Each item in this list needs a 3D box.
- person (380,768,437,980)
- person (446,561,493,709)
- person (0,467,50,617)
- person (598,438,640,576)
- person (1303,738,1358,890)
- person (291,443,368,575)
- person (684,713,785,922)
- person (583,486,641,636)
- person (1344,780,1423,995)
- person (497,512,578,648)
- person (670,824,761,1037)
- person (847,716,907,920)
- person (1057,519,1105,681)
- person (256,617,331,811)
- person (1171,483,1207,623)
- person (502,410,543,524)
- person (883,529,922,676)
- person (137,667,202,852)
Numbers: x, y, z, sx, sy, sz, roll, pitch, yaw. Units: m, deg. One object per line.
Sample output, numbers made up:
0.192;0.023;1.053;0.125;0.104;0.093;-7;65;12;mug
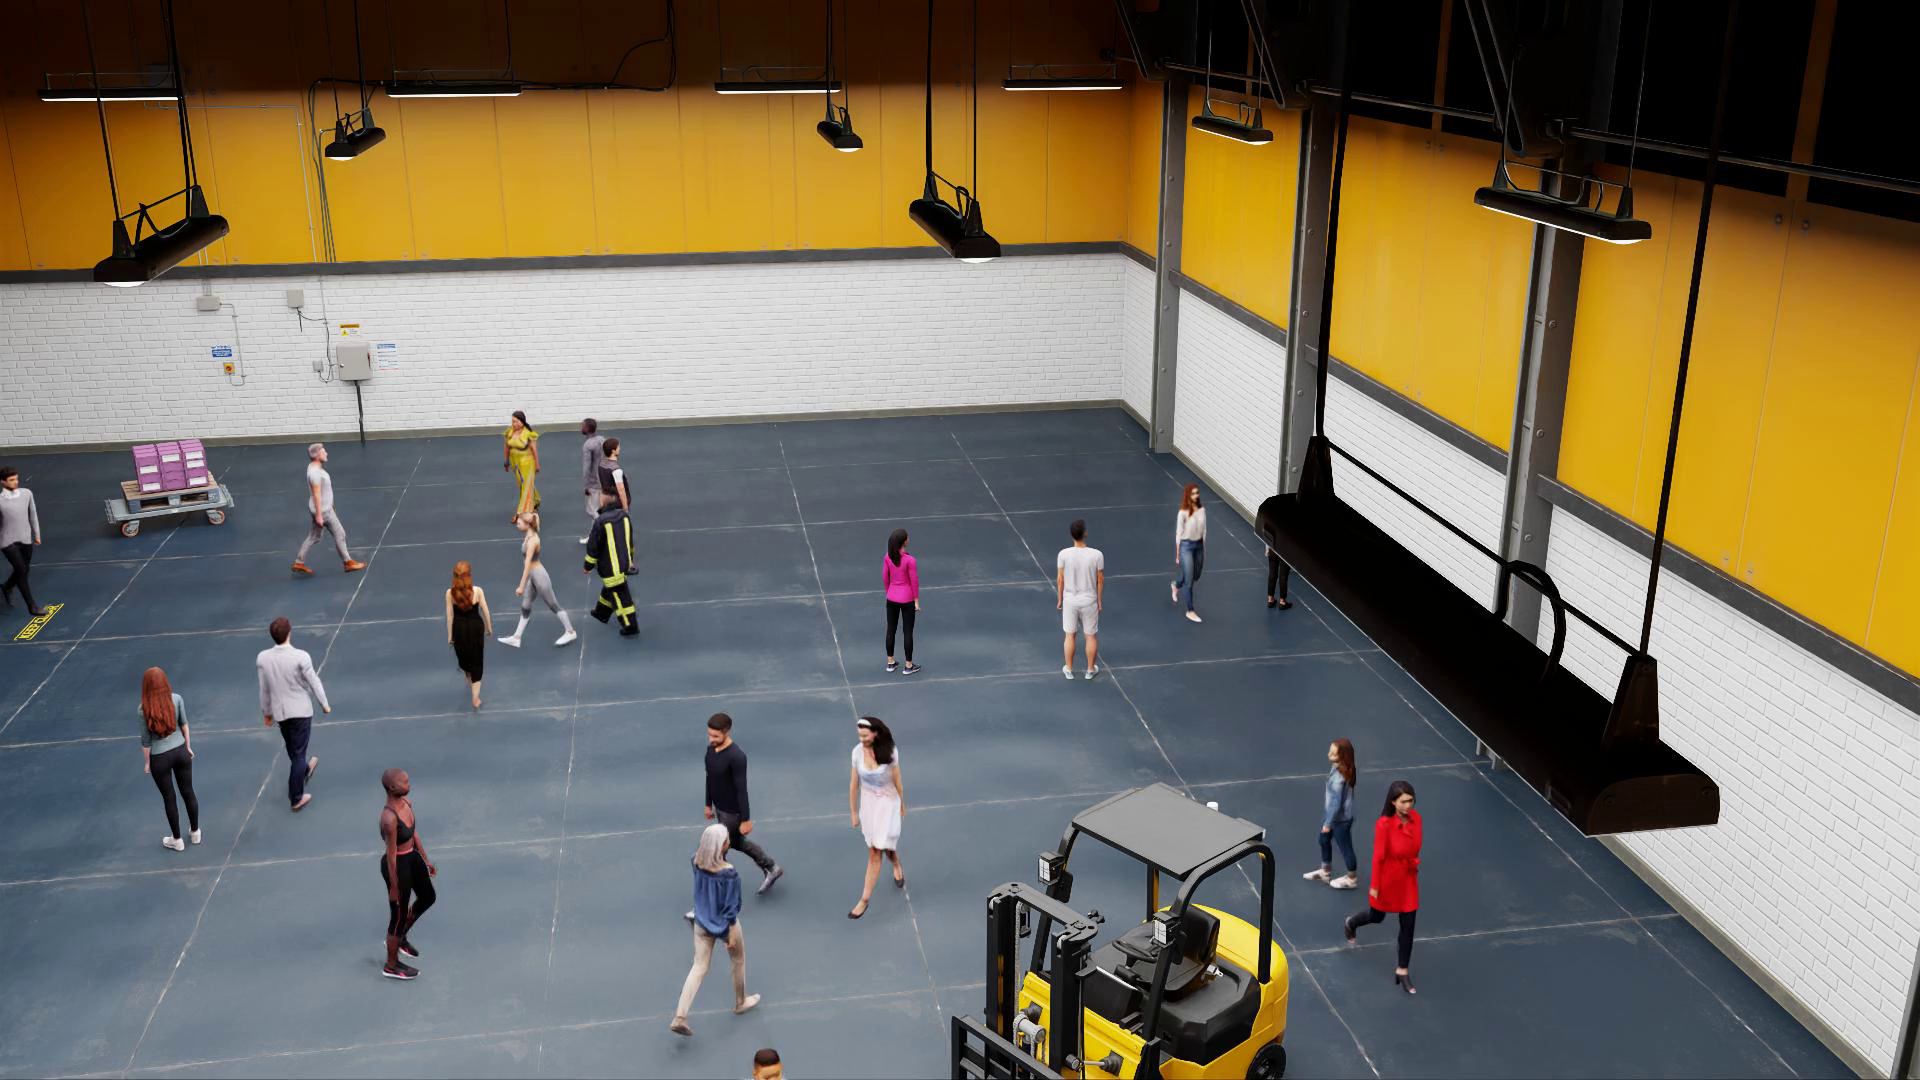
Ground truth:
-4.479;2.600;13.126;0.733;1.741;0.651;2;19;6;person
-5.313;1.054;17.974;0.628;1.578;1.065;-4;19;-12;person
-11.770;0.004;20.594;1.248;1.897;1.286;8;20;23;person
-4.565;-0.445;22.002;0.802;1.848;0.689;-15;24;-38;person
3.310;2.356;14.304;0.751;1.453;0.709;6;19;16;person
-8.499;-0.368;21.865;0.978;1.789;1.198;-9;20;-24;person
-1.863;2.261;14.011;1.087;1.819;1.248;-13;22;-33;person
-4.090;0.284;19.877;1.227;1.823;1.203;10;21;28;person
3.331;2.647;13.021;0.796;1.720;1.128;-8;20;-23;person
-4.865;0.489;19.540;0.806;1.650;1.121;-8;20;-22;person
-1.872;2.909;12.324;1.057;1.669;1.147;11;21;29;person
-0.632;2.282;14.067;0.946;1.745;1.241;3;19;10;person
1.348;0.672;18.677;0.733;1.854;0.672;2;19;5;person
-6.372;1.677;15.760;0.911;1.811;1.183;3;19;8;person
2.805;0.116;20.549;0.766;1.713;1.042;-9;21;-25;person
-6.360;-1.097;24.321;1.081;1.603;1.345;4;19;12;person
-0.680;0.683;18.887;0.689;1.698;0.732;9;21;26;person
-7.142;1.966;15.009;0.706;1.742;0.672;17;25;41;person
